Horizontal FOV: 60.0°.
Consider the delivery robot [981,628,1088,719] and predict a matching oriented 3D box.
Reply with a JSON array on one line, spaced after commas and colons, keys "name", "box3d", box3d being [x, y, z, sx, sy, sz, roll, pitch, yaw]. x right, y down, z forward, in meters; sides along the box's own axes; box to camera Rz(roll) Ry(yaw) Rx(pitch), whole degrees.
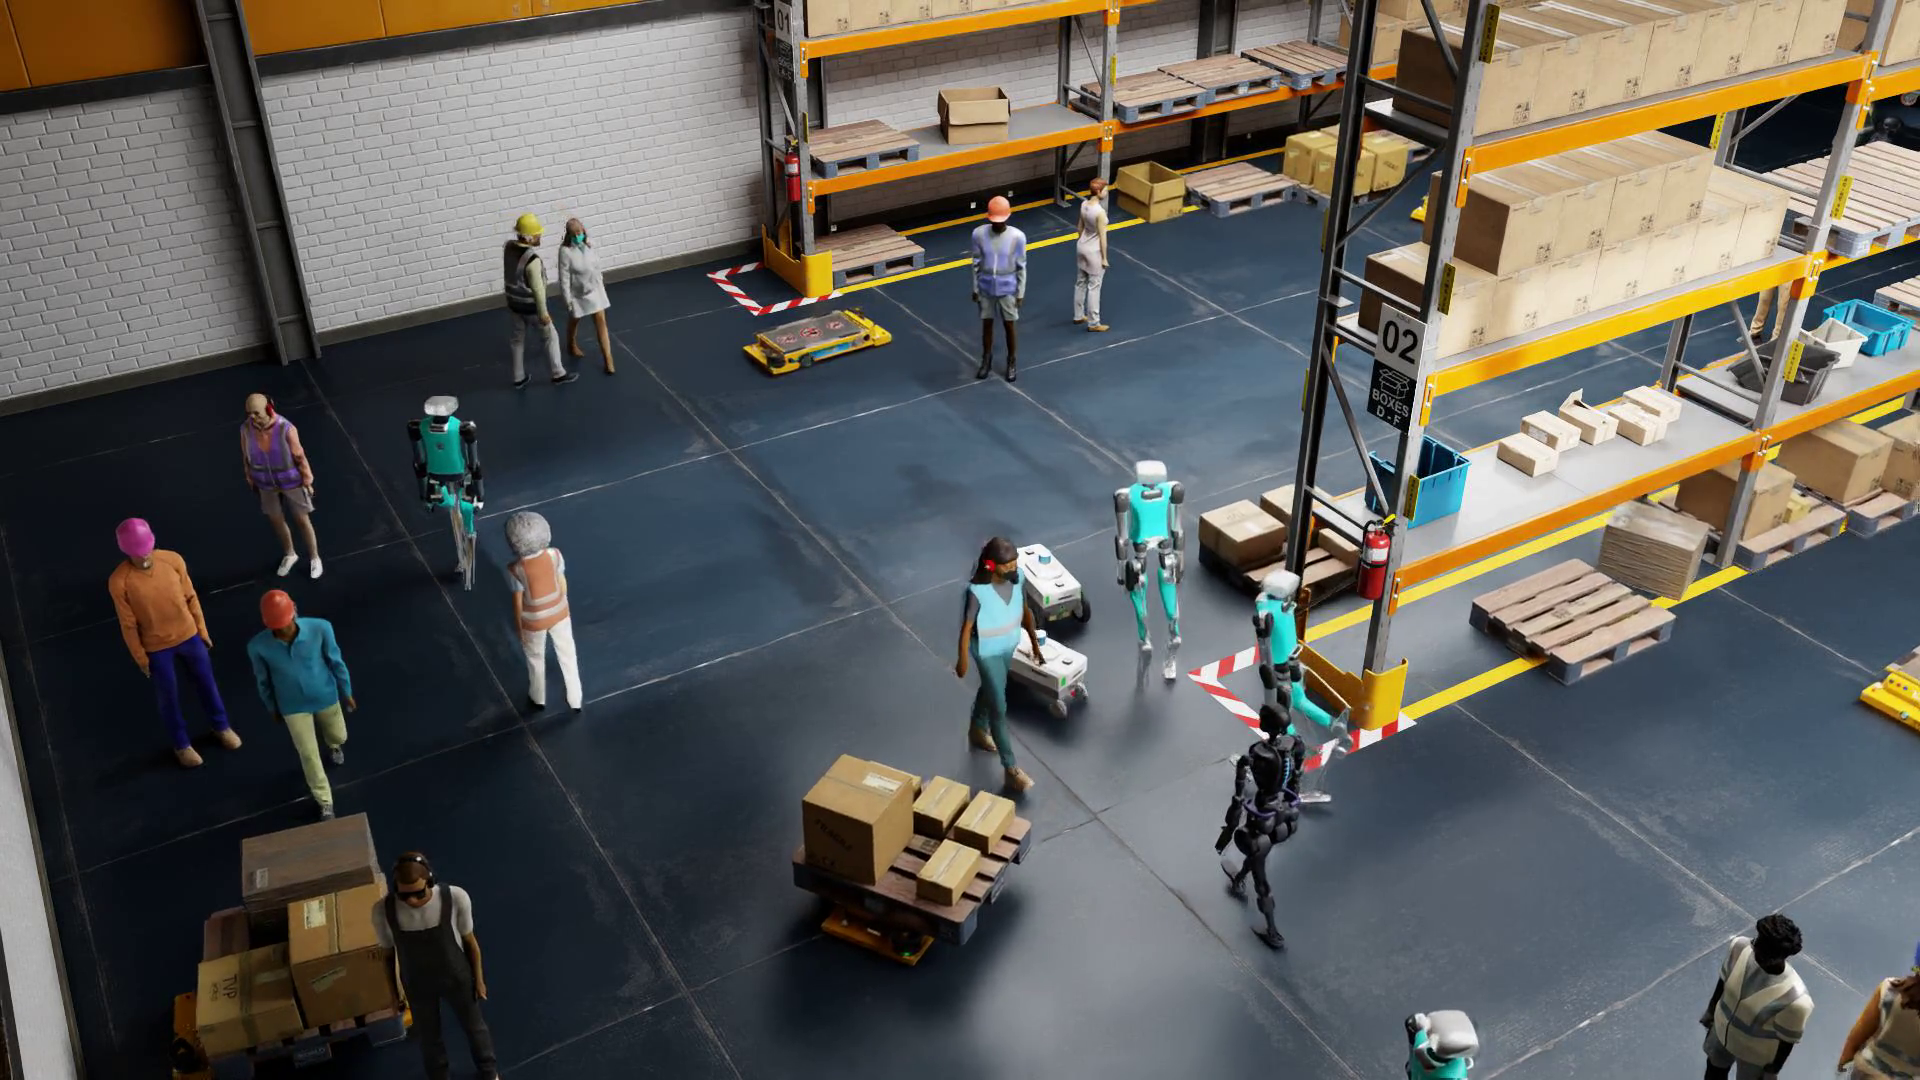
[{"name": "delivery robot", "box3d": [0.577, 0.929, 12.326, 0.787, 0.587, 0.499, 23, 39, 32]}]

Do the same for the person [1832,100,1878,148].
[{"name": "person", "box3d": [10.773, -4.733, 20.157, 0.572, 1.844, 0.375, -22, 38, -31]}]

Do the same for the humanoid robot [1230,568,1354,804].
[{"name": "humanoid robot", "box3d": [2.311, 1.045, 11.017, 0.942, 1.715, 0.575, 17, 36, 25]}]

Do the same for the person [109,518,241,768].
[{"name": "person", "box3d": [-5.420, 0.685, 11.394, 0.521, 1.969, 0.405, -27, 41, -36]}]

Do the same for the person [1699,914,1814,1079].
[{"name": "person", "box3d": [4.070, 2.585, 8.624, 0.319, 1.691, 0.535, -11, 34, -17]}]

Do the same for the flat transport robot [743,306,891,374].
[{"name": "flat transport robot", "box3d": [-1.494, -2.097, 17.427, 1.431, 0.231, 0.659, -20, 37, -29]}]

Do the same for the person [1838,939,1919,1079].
[{"name": "person", "box3d": [4.785, 2.677, 8.418, 0.698, 1.741, 0.523, -24, 39, -33]}]

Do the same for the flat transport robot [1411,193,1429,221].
[{"name": "flat transport robot", "box3d": [6.283, -4.254, 20.867, 0.659, 0.231, 1.431, 22, 38, 31]}]

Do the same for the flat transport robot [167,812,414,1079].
[{"name": "flat transport robot", "box3d": [-3.846, 2.713, 9.757, 1.431, 0.231, 0.659, -11, 34, -17]}]

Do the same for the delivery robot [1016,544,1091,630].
[{"name": "delivery robot", "box3d": [0.682, 0.377, 13.229, 0.499, 0.611, 0.792, -14, 35, -21]}]

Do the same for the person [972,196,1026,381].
[{"name": "person", "box3d": [0.378, -2.492, 16.501, 0.543, 1.928, 0.379, 7, 33, 11]}]

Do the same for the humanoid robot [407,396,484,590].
[{"name": "humanoid robot", "box3d": [-4.040, -0.434, 13.438, 0.569, 1.822, 0.763, -1, 32, -2]}]

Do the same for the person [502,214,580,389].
[{"name": "person", "box3d": [-4.226, -2.347, 16.394, 0.597, 1.797, 0.621, 26, 41, 35]}]

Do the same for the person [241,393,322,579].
[{"name": "person", "box3d": [-5.496, -0.451, 13.469, 0.531, 1.682, 0.362, -1, 32, -2]}]

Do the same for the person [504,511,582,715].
[{"name": "person", "box3d": [-2.998, 0.527, 11.922, 0.446, 1.681, 0.459, -20, 37, -28]}]

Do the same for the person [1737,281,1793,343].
[{"name": "person", "box3d": [8.458, -2.779, 17.118, 0.341, 1.748, 0.572, -17, 36, -25]}]

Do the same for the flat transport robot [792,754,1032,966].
[{"name": "flat transport robot", "box3d": [-0.248, 2.112, 10.715, 0.659, 0.231, 1.431, 15, 35, 23]}]

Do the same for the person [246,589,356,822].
[{"name": "person", "box3d": [-4.358, 1.019, 11.084, 0.568, 1.726, 0.716, -15, 35, -22]}]

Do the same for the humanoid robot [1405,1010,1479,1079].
[{"name": "humanoid robot", "box3d": [2.513, 2.935, 8.103, 0.856, 1.862, 0.548, -8, 33, -12]}]

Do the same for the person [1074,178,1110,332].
[{"name": "person", "box3d": [1.402, -3.022, 17.594, 0.285, 1.655, 0.442, -18, 36, -27]}]

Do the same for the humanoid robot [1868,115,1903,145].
[{"name": "humanoid robot", "box3d": [10.560, -4.187, 19.457, 0.639, 1.638, 0.615, 0, 32, 0]}]

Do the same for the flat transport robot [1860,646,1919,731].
[{"name": "flat transport robot", "box3d": [7.442, 1.039, 12.427, 1.431, 0.231, 0.659, -21, 38, -29]}]

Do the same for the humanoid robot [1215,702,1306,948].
[{"name": "humanoid robot", "box3d": [1.812, 1.679, 10.109, 0.590, 1.632, 0.765, -20, 37, -28]}]

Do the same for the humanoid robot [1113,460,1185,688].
[{"name": "humanoid robot", "box3d": [1.435, 0.360, 12.180, 0.545, 1.815, 0.762, -7, 33, -11]}]

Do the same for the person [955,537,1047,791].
[{"name": "person", "box3d": [0.317, 0.815, 11.312, 0.529, 1.826, 0.906, -26, 41, -35]}]

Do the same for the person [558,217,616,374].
[{"name": "person", "box3d": [-3.827, -2.520, 16.824, 0.495, 1.613, 0.843, -19, 37, -27]}]

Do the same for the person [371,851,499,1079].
[{"name": "person", "box3d": [-2.784, 2.354, 8.855, 0.504, 1.838, 0.329, -7, 33, -11]}]
